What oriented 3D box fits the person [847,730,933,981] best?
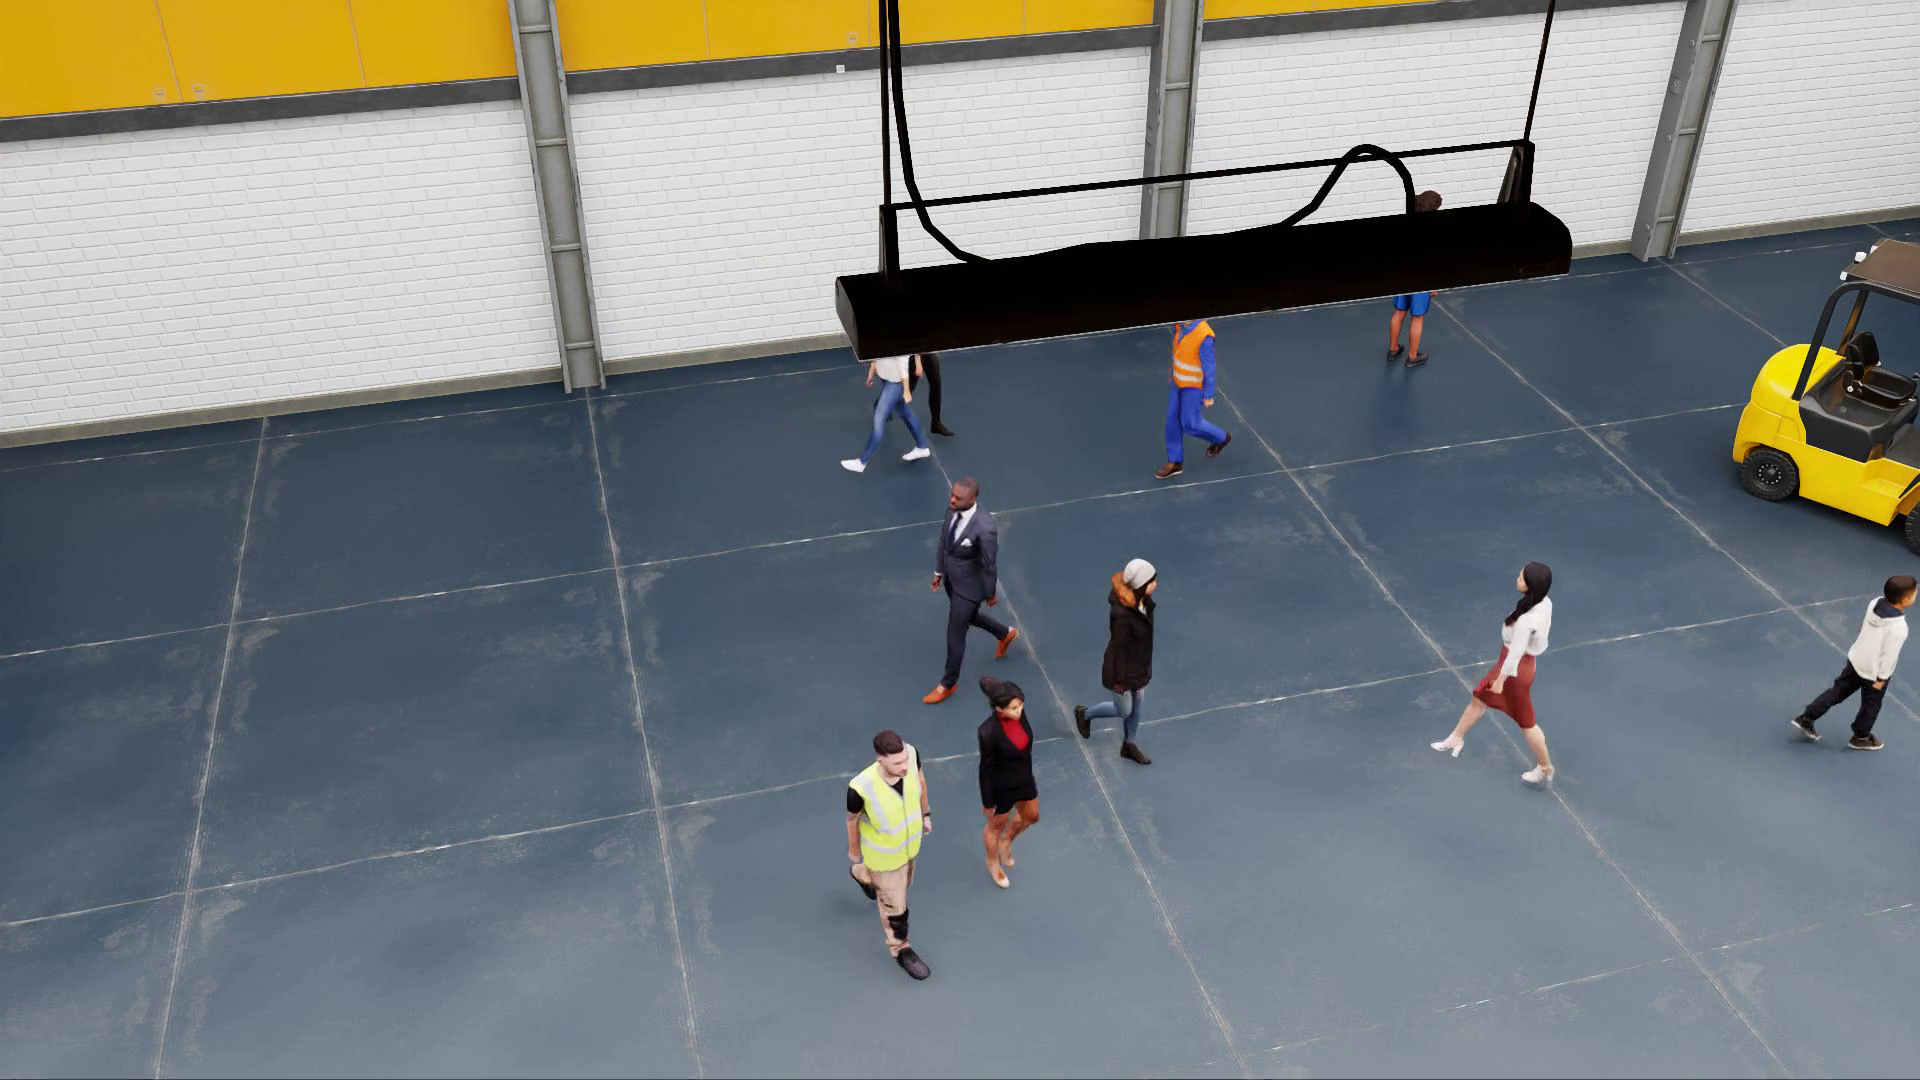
[{"bbox_3d":[-0.447,1.741,9.818,1.132,1.821,1.166,24,41,32],"label":"person"}]

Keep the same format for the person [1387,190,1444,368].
[{"bbox_3d":[4.470,-2.569,16.321,0.701,1.799,0.732,29,43,36],"label":"person"}]

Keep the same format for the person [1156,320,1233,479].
[{"bbox_3d":[2.071,-1.376,14.493,1.082,1.837,0.907,-17,37,-24],"label":"person"}]

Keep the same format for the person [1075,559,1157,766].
[{"bbox_3d":[1.087,0.823,11.381,0.970,1.620,0.925,22,39,29],"label":"person"}]

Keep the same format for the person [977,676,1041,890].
[{"bbox_3d":[0.228,1.501,10.352,0.780,1.630,0.705,26,42,34],"label":"person"}]

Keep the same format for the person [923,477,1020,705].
[{"bbox_3d":[0.101,0.290,12.022,1.220,1.798,0.881,-18,38,-25],"label":"person"}]

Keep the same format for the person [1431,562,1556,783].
[{"bbox_3d":[3.789,0.949,11.115,1.123,1.704,1.041,17,37,23],"label":"person"}]

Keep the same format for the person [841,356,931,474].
[{"bbox_3d":[-0.506,-1.379,14.644,1.119,1.675,0.710,-12,36,-18],"label":"person"}]

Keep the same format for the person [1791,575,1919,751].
[{"bbox_3d":[6.220,0.849,11.505,0.915,1.439,0.677,-3,34,-5],"label":"person"}]
